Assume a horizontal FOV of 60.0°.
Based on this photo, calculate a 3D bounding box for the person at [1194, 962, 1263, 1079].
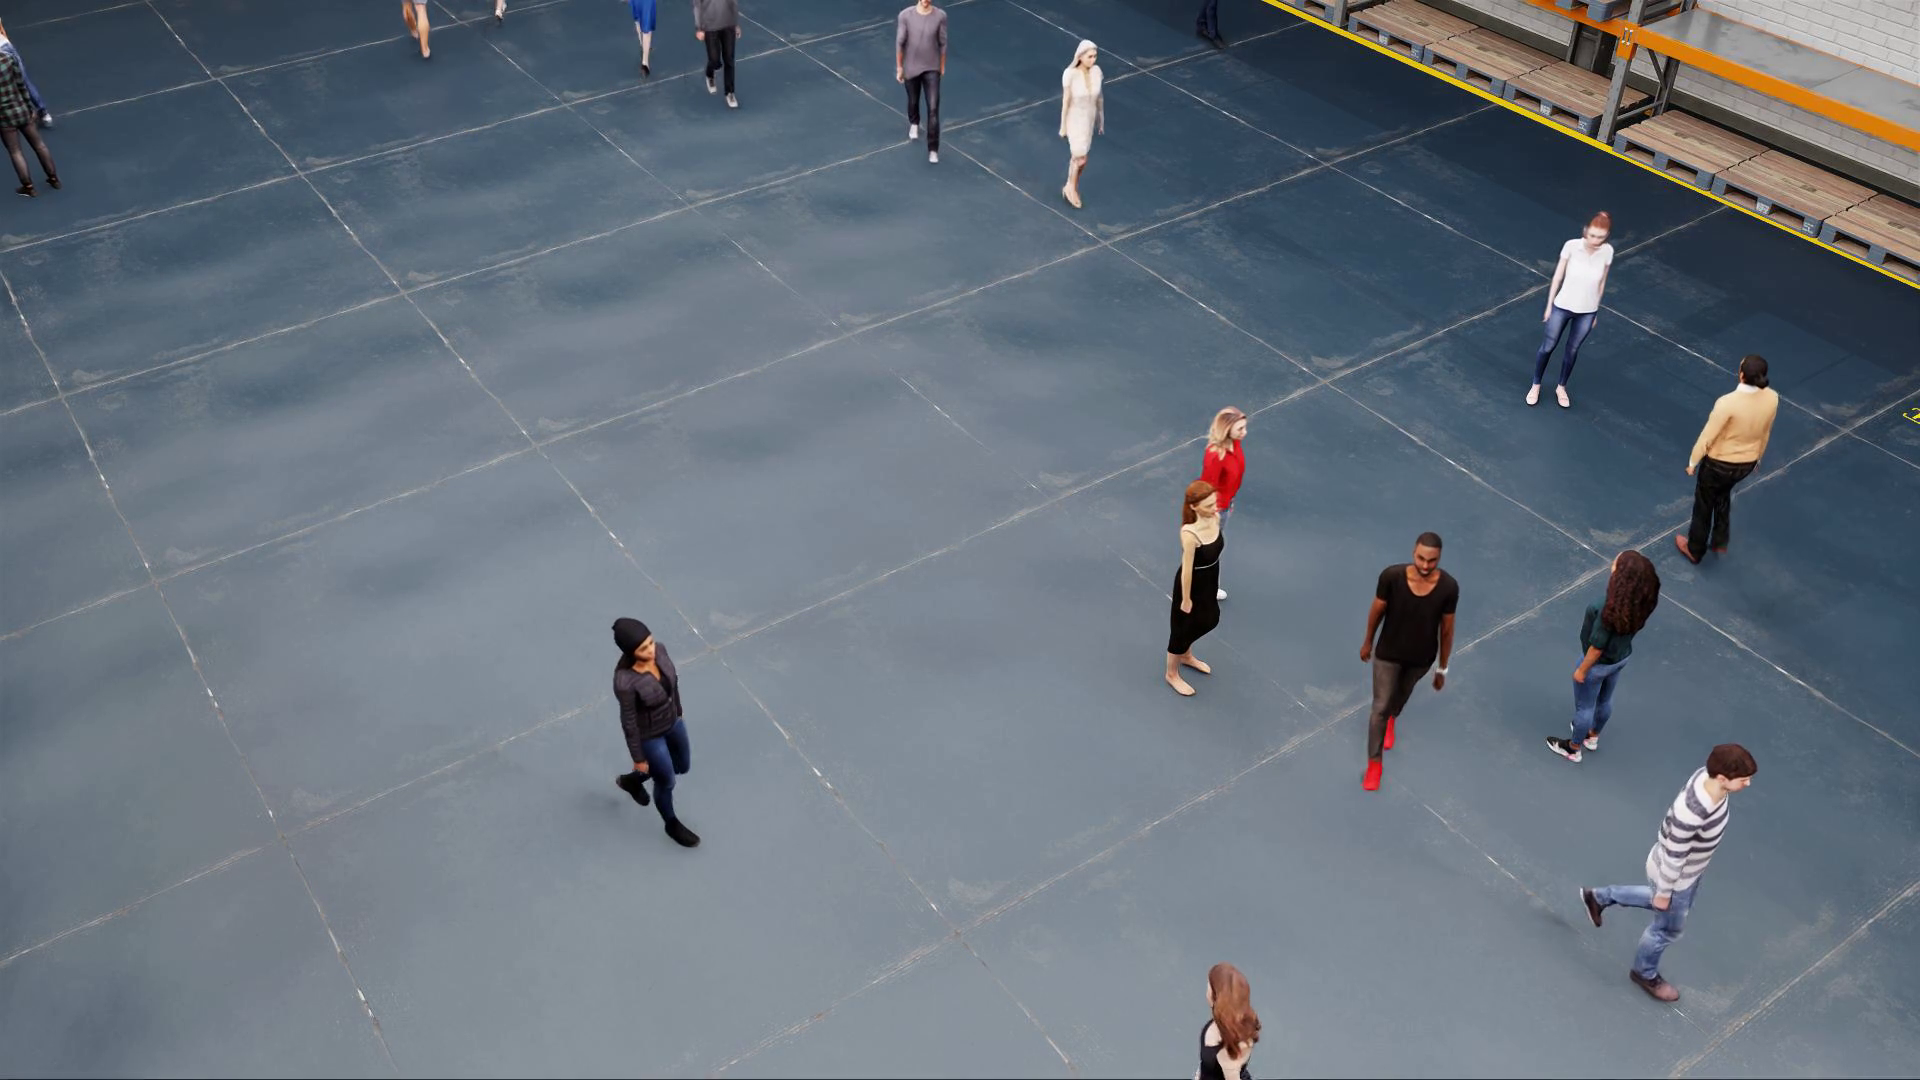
[{"bbox_3d":[1.315,2.699,7.839,0.917,1.721,0.758,-9,40,-12],"label":"person"}]

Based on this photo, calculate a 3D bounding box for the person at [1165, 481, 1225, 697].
[{"bbox_3d":[1.539,0.284,10.939,0.664,1.625,0.641,24,44,27],"label":"person"}]

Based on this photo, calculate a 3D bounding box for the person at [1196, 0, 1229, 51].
[{"bbox_3d":[2.964,-6.802,19.627,0.710,1.855,0.999,-21,43,-24],"label":"person"}]

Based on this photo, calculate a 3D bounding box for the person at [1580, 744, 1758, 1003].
[{"bbox_3d":[3.778,1.721,8.979,1.005,1.826,0.789,29,47,31],"label":"person"}]

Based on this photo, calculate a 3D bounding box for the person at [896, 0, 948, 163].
[{"bbox_3d":[-0.416,-4.949,17.346,1.103,1.807,1.278,-1,39,-1],"label":"person"}]

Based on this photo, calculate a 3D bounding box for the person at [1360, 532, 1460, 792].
[{"bbox_3d":[2.789,0.628,10.389,1.103,1.774,1.150,7,39,9],"label":"person"}]

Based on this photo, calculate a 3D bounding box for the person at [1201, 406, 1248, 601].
[{"bbox_3d":[1.768,-0.217,11.504,0.668,1.703,0.691,19,42,22],"label":"person"}]

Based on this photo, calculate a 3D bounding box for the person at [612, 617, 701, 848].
[{"bbox_3d":[-1.865,1.115,9.813,0.962,1.732,0.842,18,42,21],"label":"person"}]

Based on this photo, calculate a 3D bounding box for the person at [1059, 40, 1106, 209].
[{"bbox_3d":[1.123,-4.095,16.347,0.621,1.720,0.669,-21,43,-24],"label":"person"}]

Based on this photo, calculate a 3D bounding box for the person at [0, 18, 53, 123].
[{"bbox_3d":[-10.238,-5.181,17.868,1.176,1.517,0.957,16,41,19],"label":"person"}]

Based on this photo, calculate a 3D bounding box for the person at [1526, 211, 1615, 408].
[{"bbox_3d":[5.002,-1.890,13.567,0.644,1.742,0.709,8,39,9],"label":"person"}]

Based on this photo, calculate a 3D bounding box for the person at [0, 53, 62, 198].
[{"bbox_3d":[-9.499,-4.281,16.625,0.644,1.706,0.738,29,47,31],"label":"person"}]

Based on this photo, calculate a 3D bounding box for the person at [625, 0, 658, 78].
[{"bbox_3d":[-3.602,-6.129,18.835,0.936,1.792,1.056,-1,39,-1],"label":"person"}]

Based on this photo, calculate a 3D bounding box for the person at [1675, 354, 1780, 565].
[{"bbox_3d":[5.511,-0.519,11.848,0.776,1.746,0.769,-9,39,-11],"label":"person"}]

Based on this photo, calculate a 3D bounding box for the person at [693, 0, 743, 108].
[{"bbox_3d":[-2.683,-5.664,18.289,0.711,1.748,0.829,-17,42,-20],"label":"person"}]

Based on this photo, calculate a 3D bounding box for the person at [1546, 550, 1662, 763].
[{"bbox_3d":[4.028,0.726,10.392,0.595,1.617,0.587,-22,43,-25],"label":"person"}]
